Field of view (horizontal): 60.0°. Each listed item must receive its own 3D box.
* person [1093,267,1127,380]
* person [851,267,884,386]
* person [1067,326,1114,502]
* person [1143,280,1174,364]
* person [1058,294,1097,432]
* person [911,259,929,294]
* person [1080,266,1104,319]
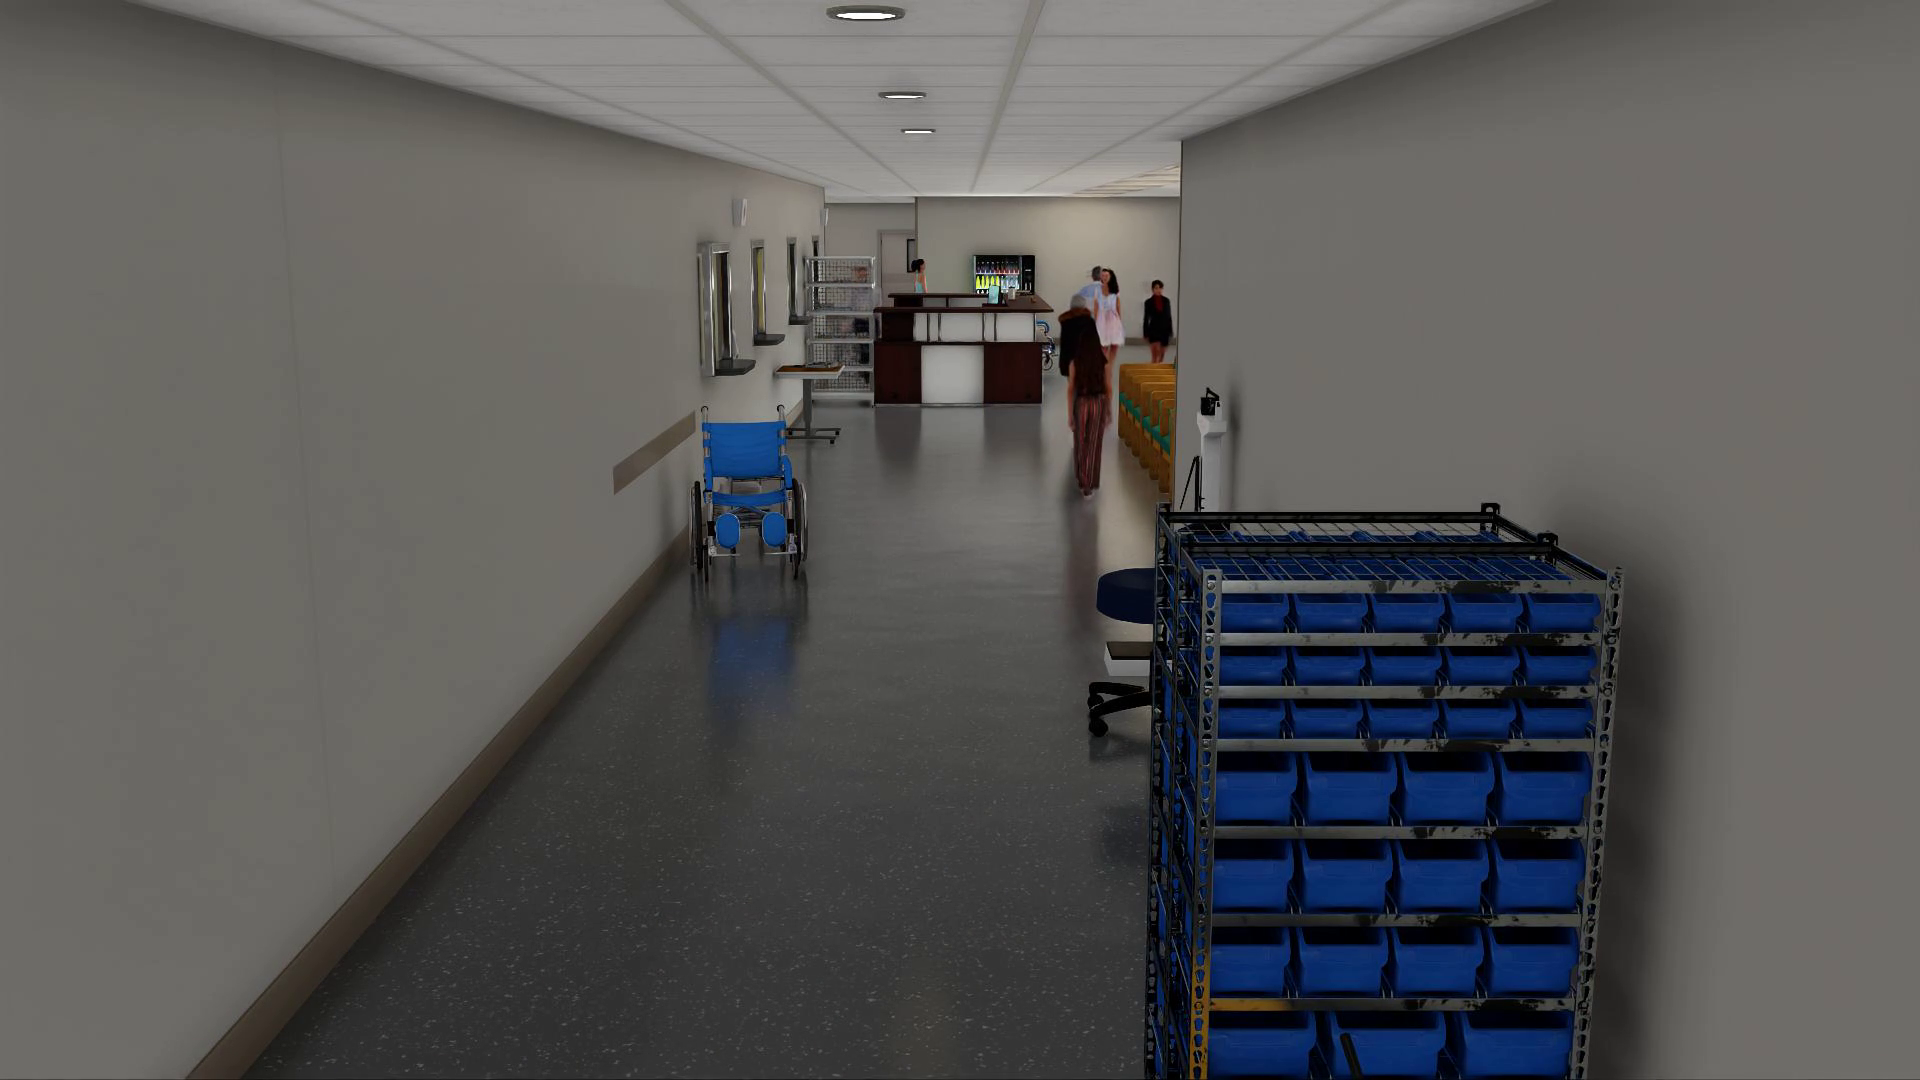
[{"bbox_3d":[2.203,-3.175,24.978,0.771,1.791,0.732,0,11,1],"label":"person"},{"bbox_3d":[-1.430,-3.276,25.491,0.984,1.798,0.827,-2,11,-11],"label":"person"},{"bbox_3d":[1.157,-1.107,14.780,0.970,1.531,0.722,2,11,10],"label":"person"},{"bbox_3d":[2.900,-2.981,24.458,0.995,1.603,0.748,-2,11,-10],"label":"person"},{"bbox_3d":[1.412,-2.072,19.613,0.715,1.624,0.716,1,11,4],"label":"person"},{"bbox_3d":[-0.778,-4.718,33.179,0.733,1.765,0.697,-6,13,-31],"label":"person"},{"bbox_3d":[2.018,-3.191,25.056,1.132,1.794,0.852,1,11,8],"label":"person"}]
